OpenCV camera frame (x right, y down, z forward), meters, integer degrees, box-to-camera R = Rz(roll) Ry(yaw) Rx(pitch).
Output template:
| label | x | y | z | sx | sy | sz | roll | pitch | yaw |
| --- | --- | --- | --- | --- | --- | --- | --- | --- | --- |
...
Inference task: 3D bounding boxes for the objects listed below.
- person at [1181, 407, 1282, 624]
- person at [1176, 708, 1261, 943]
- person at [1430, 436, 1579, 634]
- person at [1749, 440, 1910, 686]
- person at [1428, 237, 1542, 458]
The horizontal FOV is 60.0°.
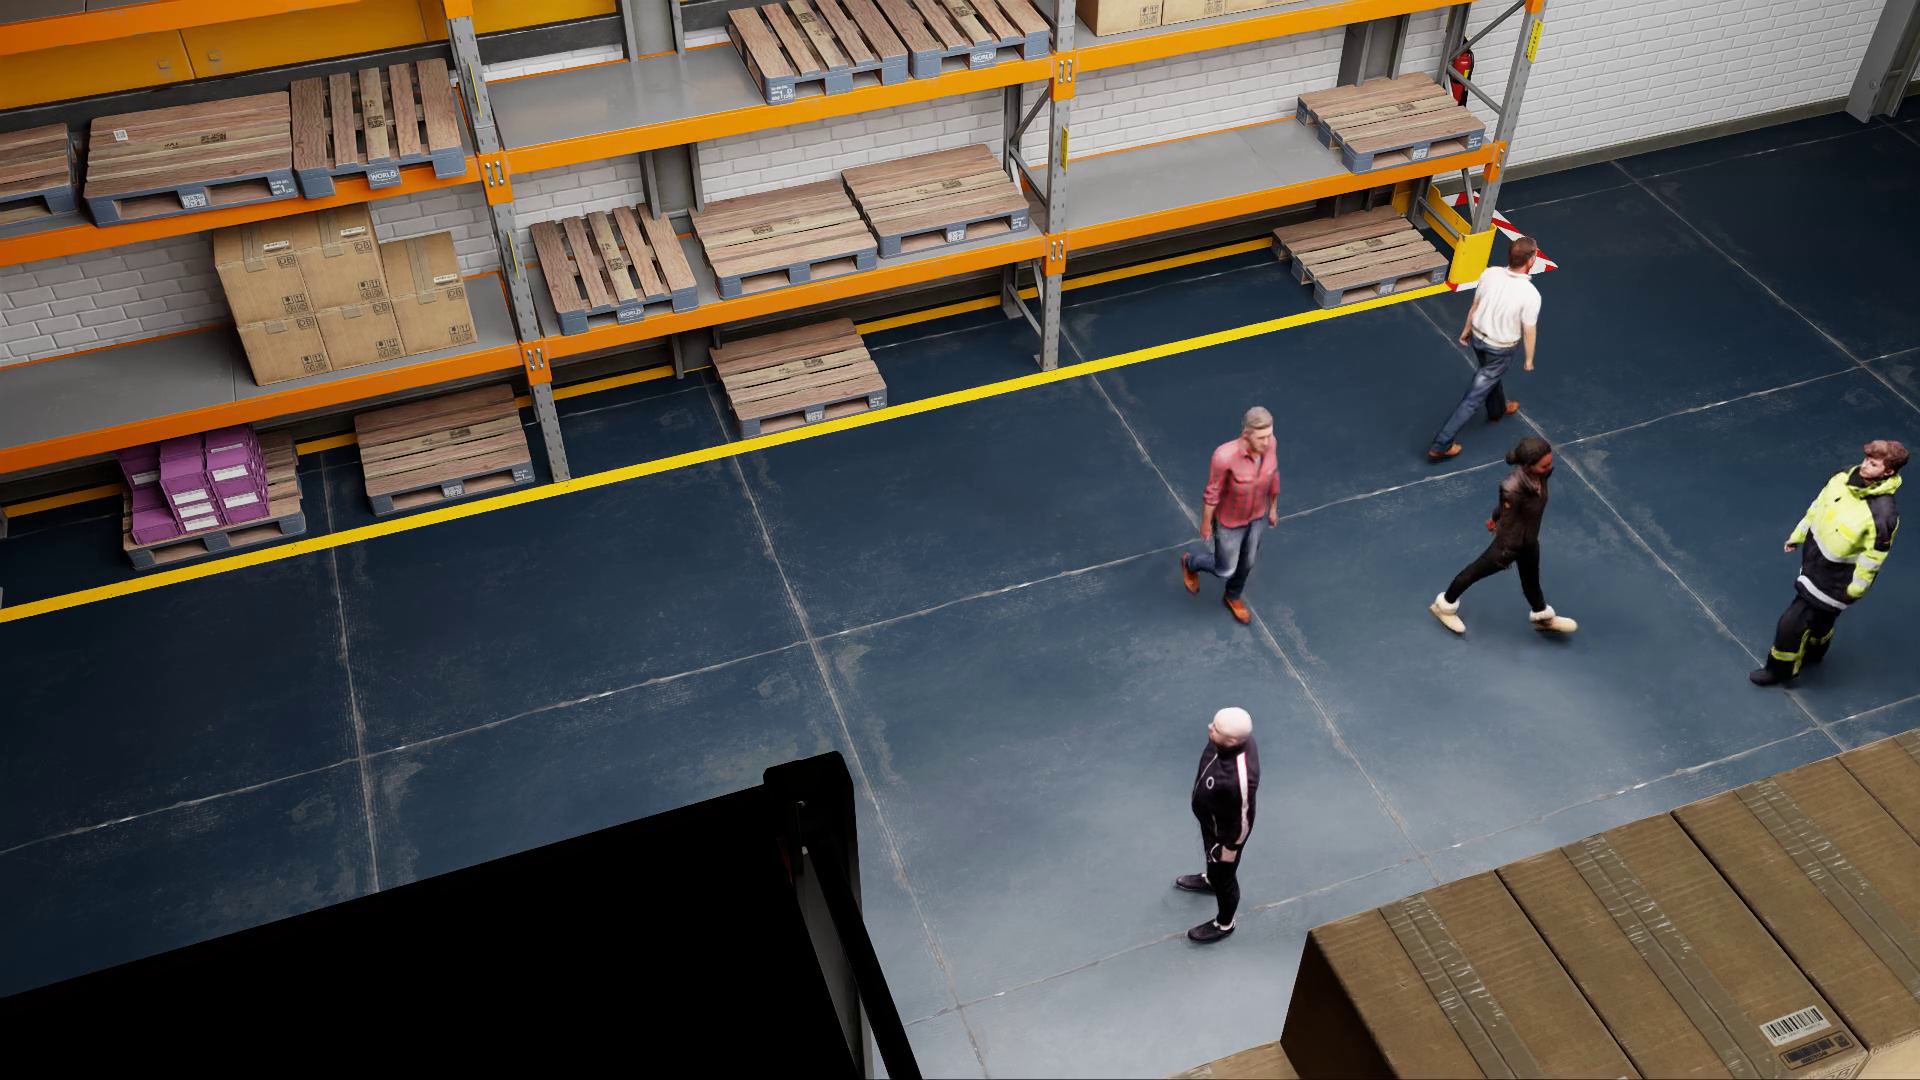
| label | x | y | z | sx | sy | sz | roll | pitch | yaw |
| --- | --- | --- | --- | --- | --- | --- | --- | --- | --- |
| person | 1.794 | -0.225 | 11.079 | 0.827 | 1.809 | 0.854 | -22 | 48 | -21 |
| person | 1.468 | 1.548 | 9.200 | 0.685 | 1.833 | 0.748 | -2 | 44 | -2 |
| person | 3.751 | 0.069 | 10.893 | 1.167 | 1.638 | 1.094 | -4 | 44 | -4 |
| person | 5.673 | 0.128 | 10.596 | 0.944 | 1.963 | 0.897 | -1 | 44 | -1 |
| person | 3.867 | -1.372 | 12.288 | 1.305 | 1.801 | 0.888 | -24 | 48 | -23 |
